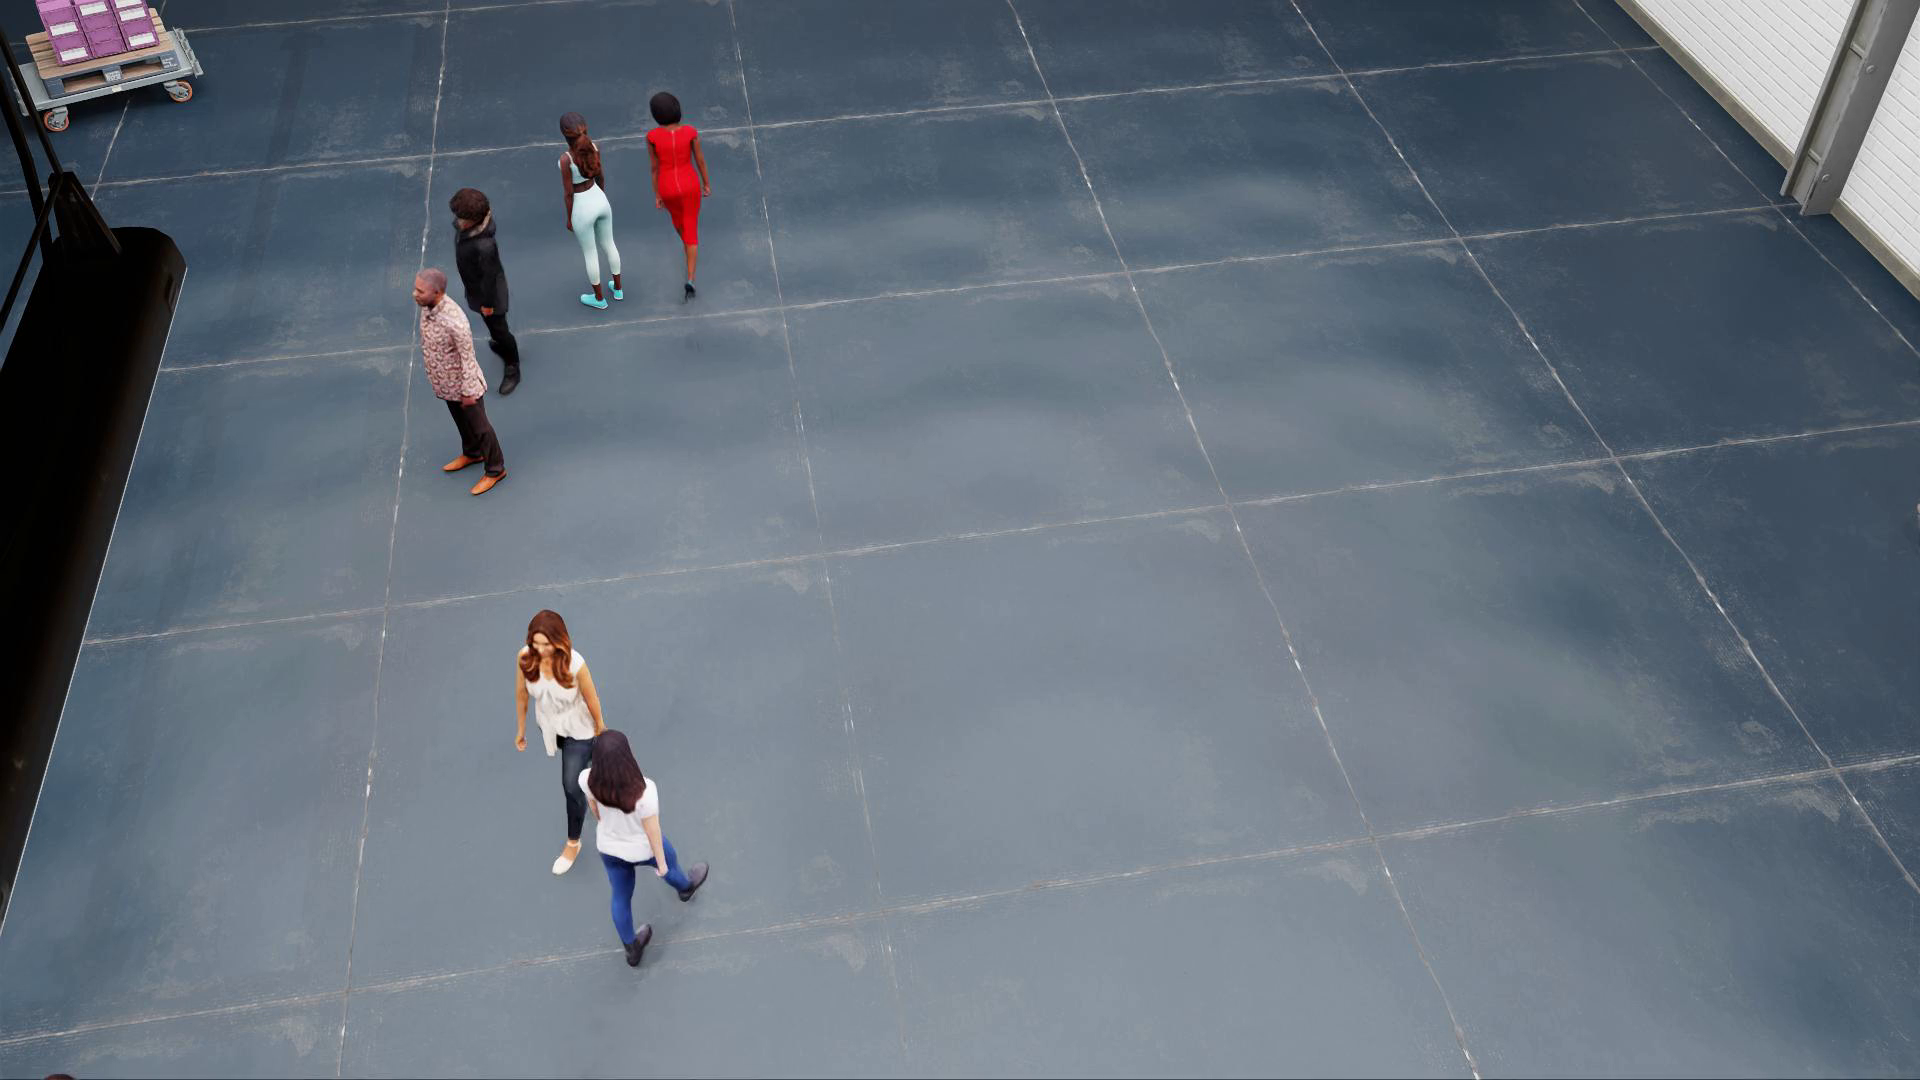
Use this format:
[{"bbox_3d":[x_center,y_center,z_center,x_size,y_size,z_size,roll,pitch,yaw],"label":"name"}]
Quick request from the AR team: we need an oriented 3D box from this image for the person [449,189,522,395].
[{"bbox_3d":[-3.574,-1.938,12.577,0.972,1.754,0.673,-14,45,-14],"label":"person"}]

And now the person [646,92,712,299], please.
[{"bbox_3d":[-2.256,-2.739,13.459,0.631,1.699,1.054,-4,44,-4],"label":"person"}]

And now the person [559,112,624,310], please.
[{"bbox_3d":[-2.974,-2.642,13.338,0.700,1.725,0.653,31,52,28],"label":"person"}]

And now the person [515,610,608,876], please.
[{"bbox_3d":[-2.215,0.993,9.512,0.954,1.738,1.153,15,46,16],"label":"person"}]

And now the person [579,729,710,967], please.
[{"bbox_3d":[-1.783,1.707,8.821,0.889,1.657,1.052,13,45,13],"label":"person"}]

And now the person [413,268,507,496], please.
[{"bbox_3d":[-3.536,-1.155,11.717,0.833,1.808,0.725,-33,52,-30],"label":"person"}]
